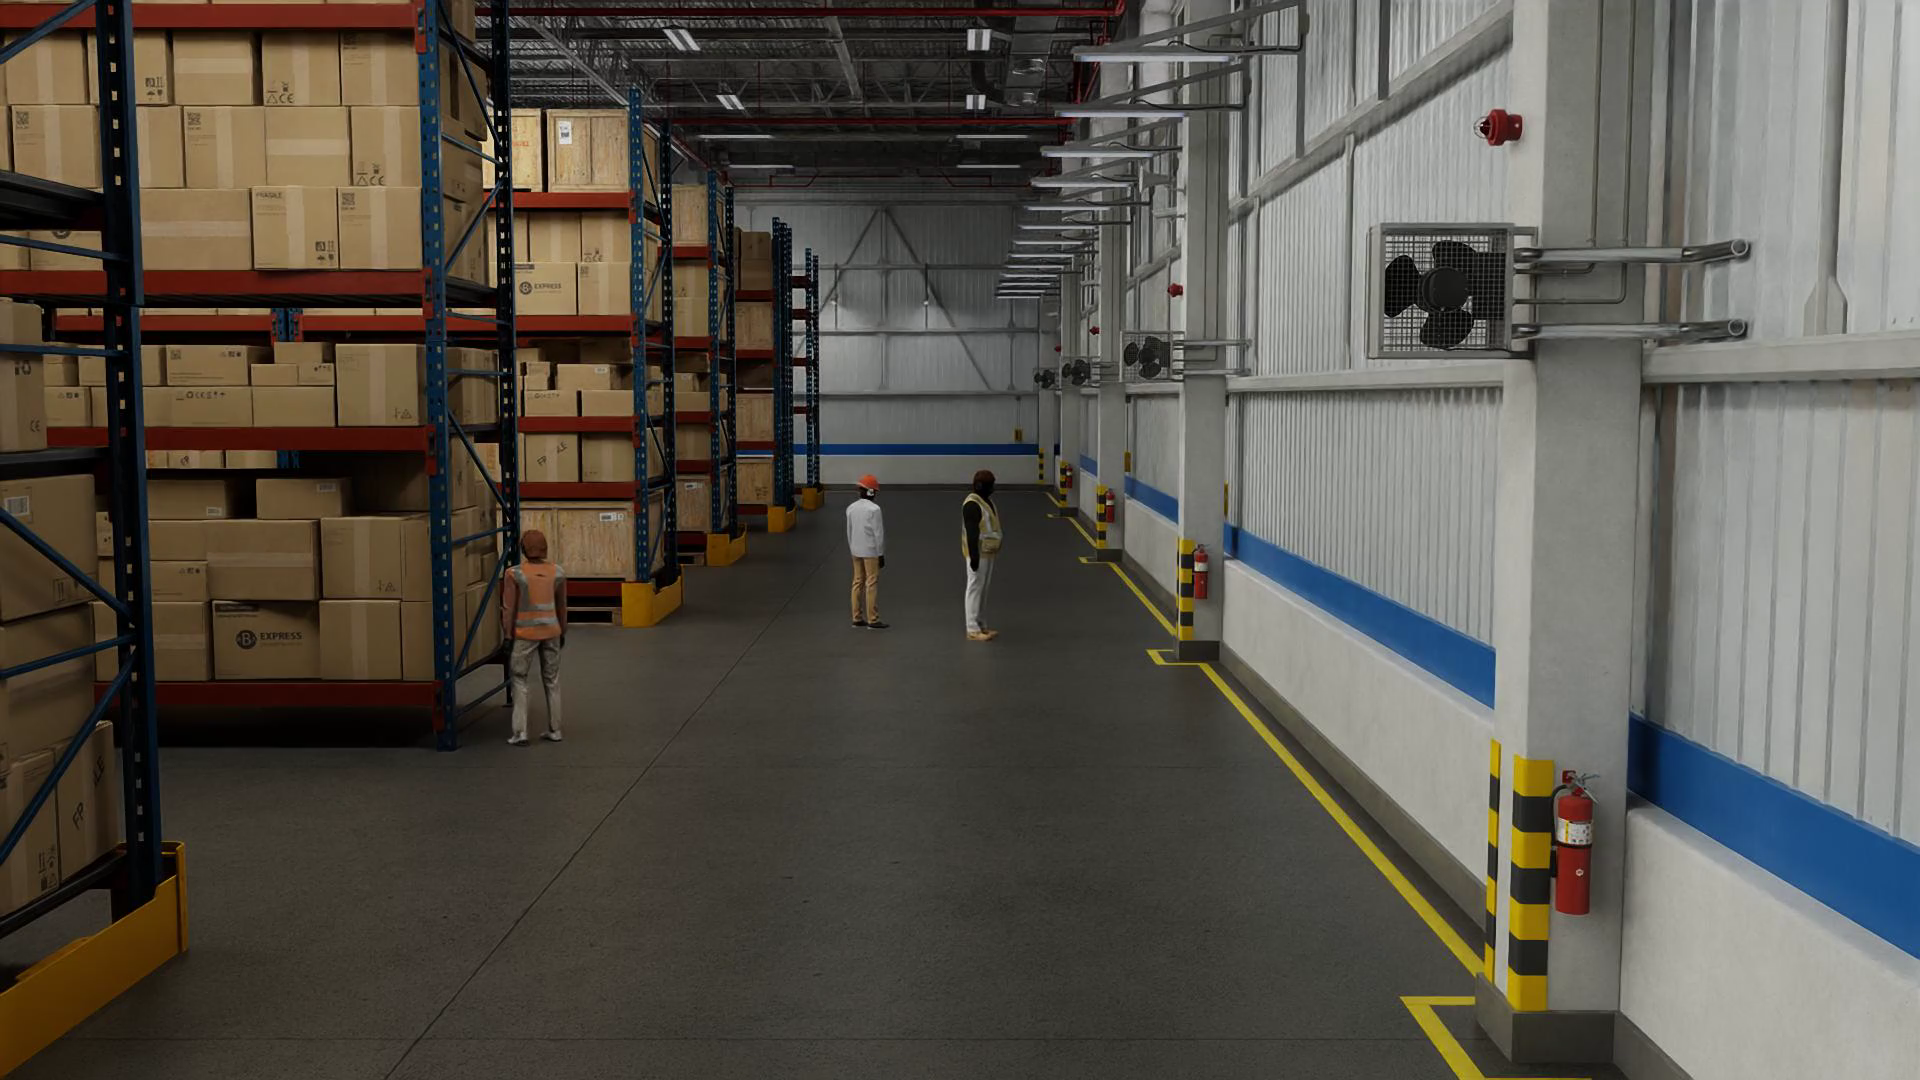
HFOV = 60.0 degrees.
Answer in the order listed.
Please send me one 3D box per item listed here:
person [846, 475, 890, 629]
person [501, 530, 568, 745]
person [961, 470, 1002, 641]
[{"bbox_3d":[-1.044,0.133,18.864,0.561,1.750,0.327,5,7,44],"label":"person"},{"bbox_3d":[-3.198,0.738,12.554,0.527,1.630,0.315,-4,6,-39],"label":"person"},{"bbox_3d":[0.242,0.165,17.997,0.430,1.840,0.625,2,5,17],"label":"person"}]
